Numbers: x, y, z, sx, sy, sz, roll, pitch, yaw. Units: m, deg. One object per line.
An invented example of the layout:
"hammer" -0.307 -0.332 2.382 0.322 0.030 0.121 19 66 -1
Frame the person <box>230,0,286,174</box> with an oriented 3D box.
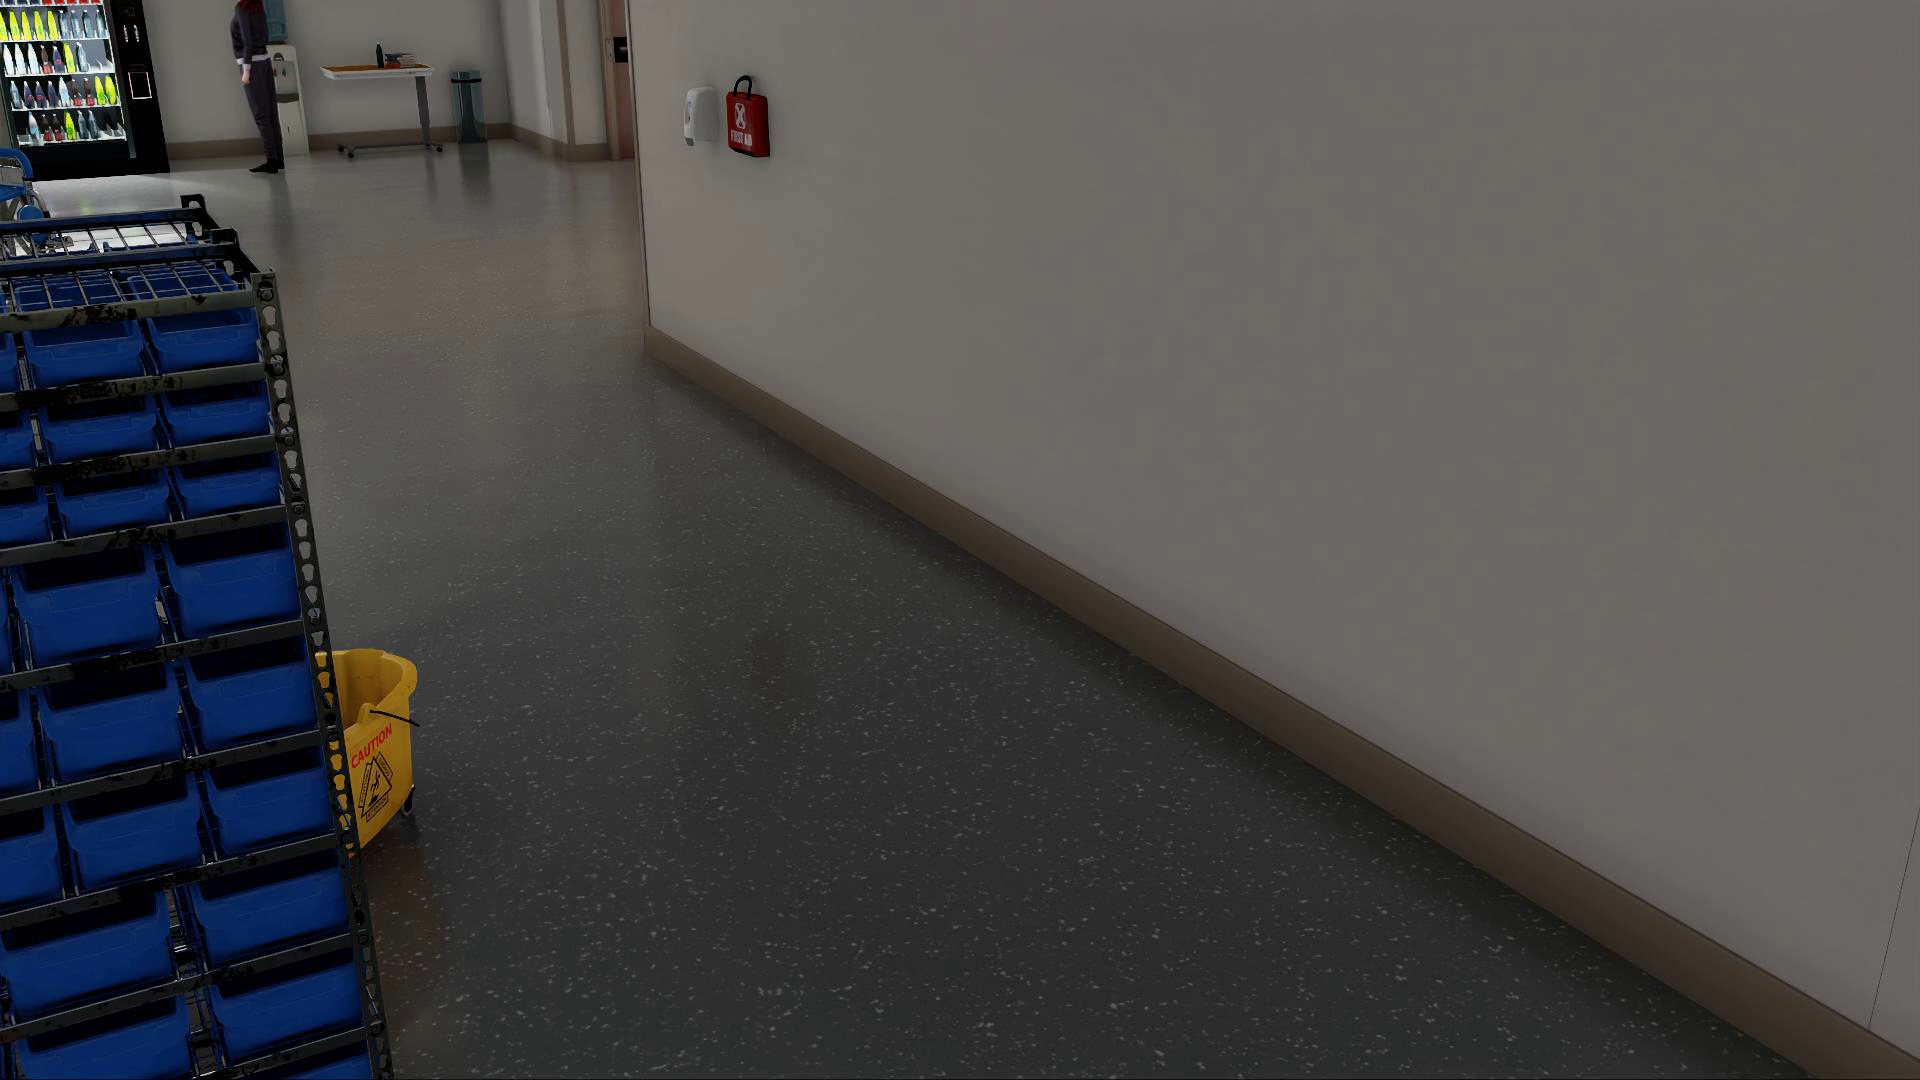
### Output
"person" -6.329 -4.216 14.948 0.651 1.779 0.658 -1 21 -1
